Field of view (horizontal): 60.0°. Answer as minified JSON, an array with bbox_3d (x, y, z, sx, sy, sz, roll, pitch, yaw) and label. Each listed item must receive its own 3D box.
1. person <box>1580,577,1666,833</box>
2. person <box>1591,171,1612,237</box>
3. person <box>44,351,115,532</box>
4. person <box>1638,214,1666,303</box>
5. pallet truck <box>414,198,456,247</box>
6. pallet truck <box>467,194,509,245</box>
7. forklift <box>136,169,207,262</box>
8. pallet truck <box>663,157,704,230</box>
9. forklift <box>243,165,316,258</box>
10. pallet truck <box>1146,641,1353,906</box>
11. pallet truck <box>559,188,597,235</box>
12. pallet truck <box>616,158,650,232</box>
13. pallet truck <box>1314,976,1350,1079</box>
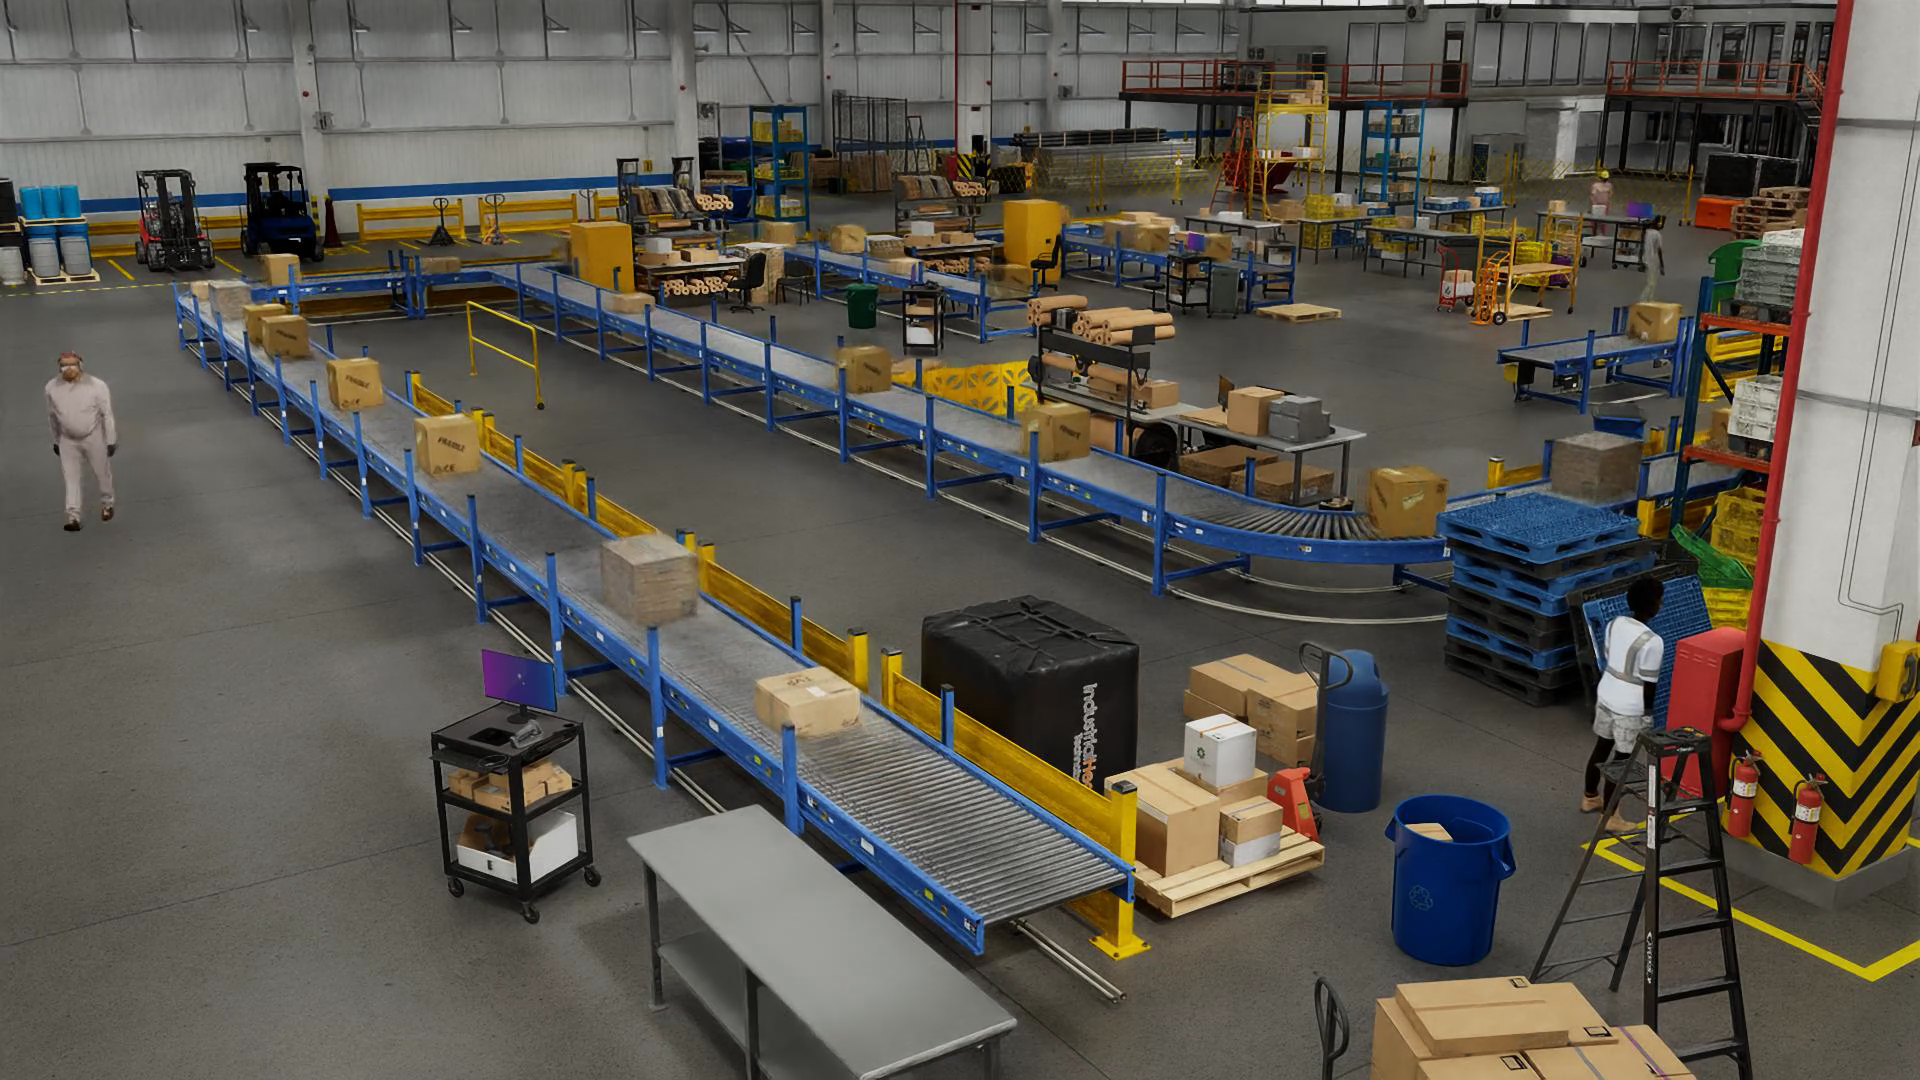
[{"bbox_3d":[4.308,1.054,10.754,0.325,1.689,0.546,-2,17,-6],"label":"person"},{"bbox_3d":[16.525,-8.618,42.838,0.540,1.745,0.659,1,17,2],"label":"person"},{"bbox_3d":[-9.187,-1.036,17.395,0.665,1.866,0.984,-4,17,-12],"label":"person"},{"bbox_3d":[12.981,-5.158,31.146,0.516,1.855,0.571,-1,17,-3],"label":"person"},{"bbox_3d":[-13.250,-8.060,41.856,0.680,1.201,1.601,-10,20,-31],"label":"pallet truck"},{"bbox_3d":[-11.983,-8.177,42.137,0.704,1.261,1.522,-11,20,-33],"label":"pallet truck"},{"bbox_3d":[-17.842,-7.318,37.559,1.157,1.987,2.680,-10,20,-31],"label":"forklift"},{"bbox_3d":[-7.586,-9.308,44.692,0.823,1.965,1.885,-11,20,-33],"label":"pallet truck"},{"bbox_3d":[-15.898,-7.669,38.708,1.157,1.987,2.680,-11,20,-33],"label":"forklift"},{"bbox_3d":[1.664,1.407,10.232,1.630,1.274,0.653,-10,20,-31],"label":"pallet truck"},{"bbox_3d":[-10.010,-8.652,43.699,0.653,1.274,1.630,-10,20,-31],"label":"pallet truck"},{"bbox_3d":[-8.918,-9.176,44.255,0.823,1.965,1.885,-9,19,-27],"label":"pallet truck"},{"bbox_3d":[2.299,2.390,7.086,1.601,1.201,0.680,-2,17,-7],"label":"pallet truck"}]
